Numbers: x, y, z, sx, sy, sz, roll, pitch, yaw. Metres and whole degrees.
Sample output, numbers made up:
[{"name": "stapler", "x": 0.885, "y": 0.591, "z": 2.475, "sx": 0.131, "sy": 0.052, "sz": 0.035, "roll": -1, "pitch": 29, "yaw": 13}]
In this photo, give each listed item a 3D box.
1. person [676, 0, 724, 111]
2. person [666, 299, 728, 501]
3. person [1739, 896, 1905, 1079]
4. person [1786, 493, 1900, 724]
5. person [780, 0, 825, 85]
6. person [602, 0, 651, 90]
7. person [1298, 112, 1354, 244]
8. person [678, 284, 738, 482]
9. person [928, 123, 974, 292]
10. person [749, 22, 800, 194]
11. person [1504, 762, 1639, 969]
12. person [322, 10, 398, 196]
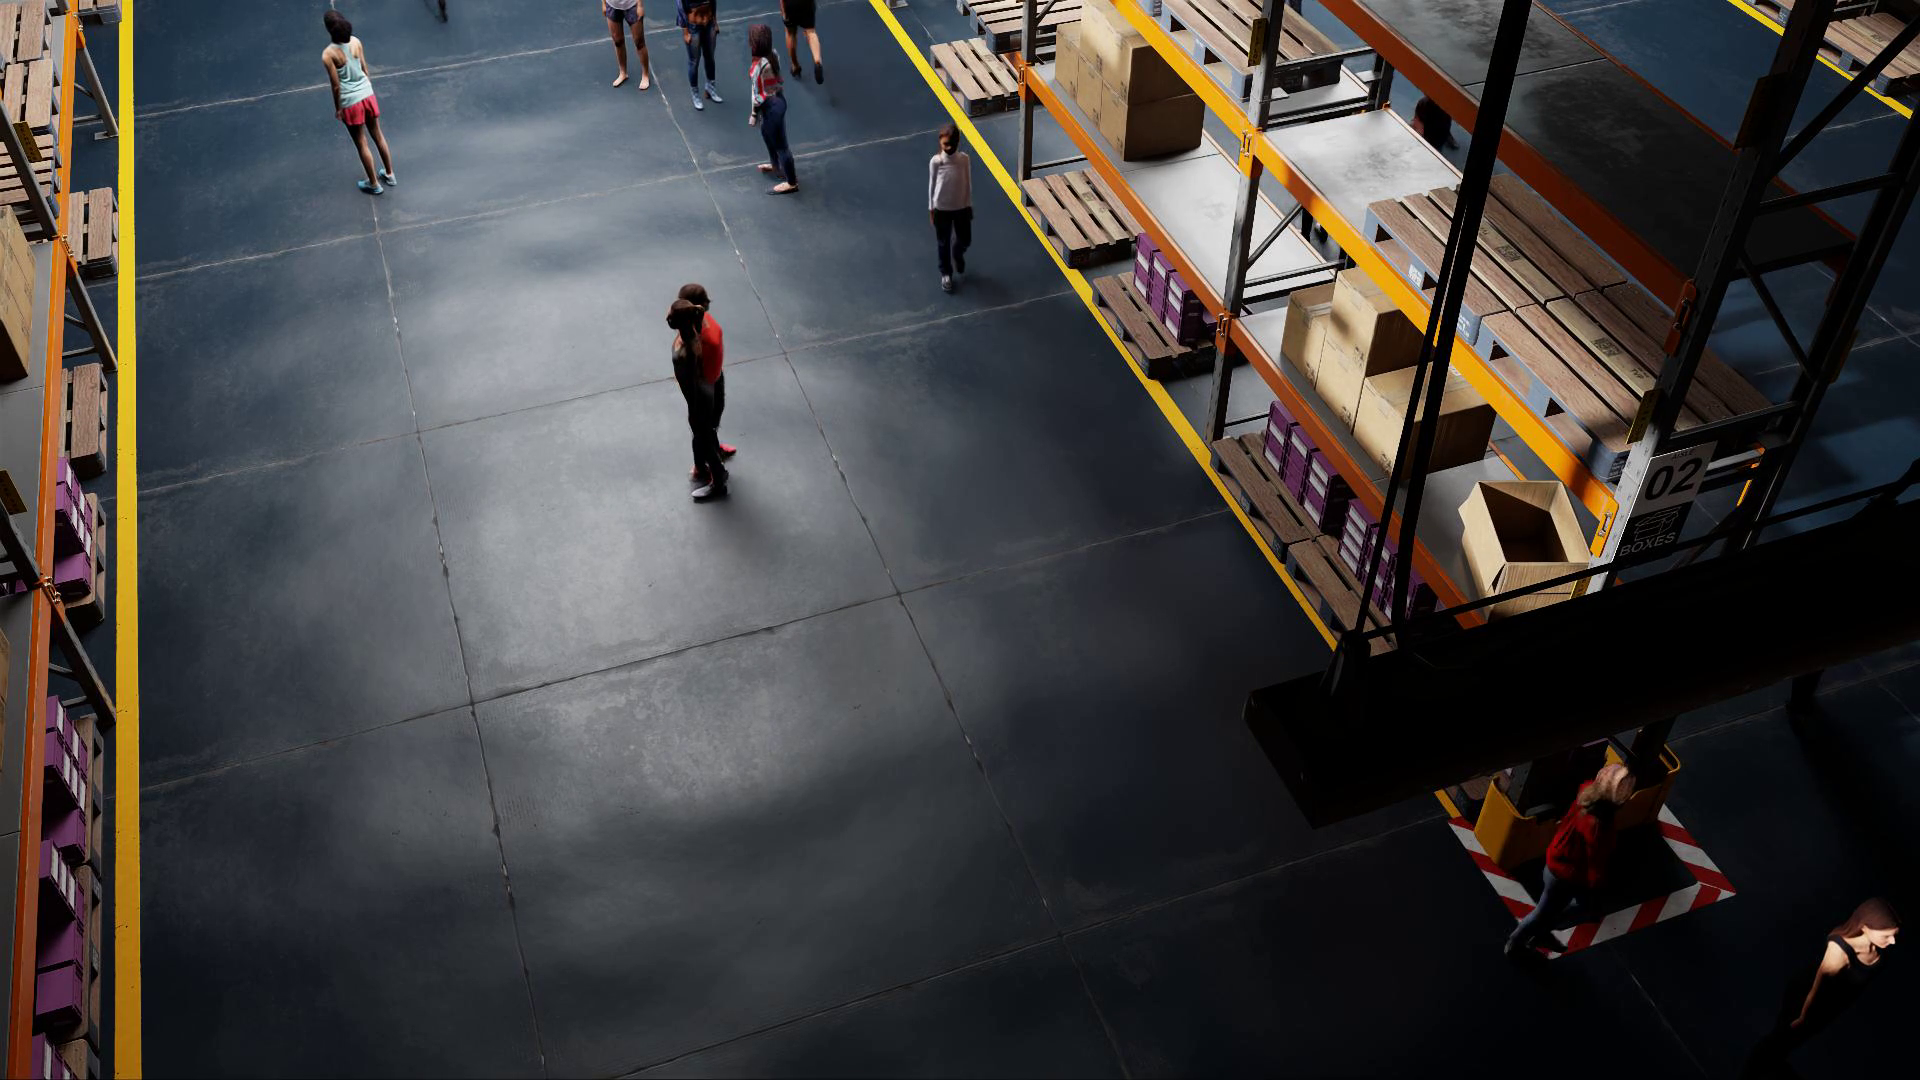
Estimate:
[{"name": "person", "x": -2.557, "y": -5.034, "z": 16.334, "sx": 0.663, "sy": 1.616, "sz": 0.646, "roll": -28, "pitch": 50, "yaw": -26}, {"name": "person", "x": -1.895, "y": -1.038, "z": 12.079, "sx": 0.640, "sy": 1.700, "sz": 0.484, "roll": -6, "pitch": 44, "yaw": -7}, {"name": "person", "x": 4.424, "y": 2.347, "z": 8.535, "sx": 0.638, "sy": 1.687, "sz": 0.602, "roll": -24, "pitch": 49, "yaw": -23}, {"name": "person", "x": 5.542, "y": 0.483, "z": 10.469, "sx": 0.856, "sy": 1.719, "sz": 1.078, "roll": -3, "pitch": 44, "yaw": -3}, {"name": "person", "x": -1.573, "y": -5.275, "z": 16.560, "sx": 0.566, "sy": 1.655, "sz": 0.915, "roll": -17, "pitch": 46, "yaw": -17}, {"name": "person", "x": -3.356, "y": -5.345, "z": 16.595, "sx": 0.677, "sy": 1.706, "sz": 0.694, "roll": 9, "pitch": 44, "yaw": 9}, {"name": "person", "x": 3.179, "y": -3.327, "z": 14.534, "sx": 0.573, "sy": 1.629, "sz": 0.516, "roll": -12, "pitch": 45, "yaw": -13}, {"name": "person", "x": -1.903, "y": -1.165, "z": 12.222, "sx": 0.737, "sy": 1.687, "sz": 0.613, "roll": 0, "pitch": 44, "yaw": 0}, {"name": "person", "x": -0.082, "y": -2.874, "z": 14.117, "sx": 0.608, "sy": 1.547, "sz": 0.694, "roll": -6, "pitch": 44, "yaw": -6}, {"name": "person", "x": -1.690, "y": -3.931, "z": 15.190, "sx": 0.839, "sy": 1.597, "sz": 0.782, "roll": 4, "pitch": 44, "yaw": 4}, {"name": "person", "x": 3.255, "y": 1.790, "z": 9.116, "sx": 0.826, "sy": 1.692, "sz": 0.749, "roll": 15, "pitch": 46, "yaw": 15}, {"name": "person", "x": -5.492, "y": -3.990, "z": 15.130, "sx": 0.745, "sy": 1.765, "sz": 0.705, "roll": 27, "pitch": 50, "yaw": 25}]
